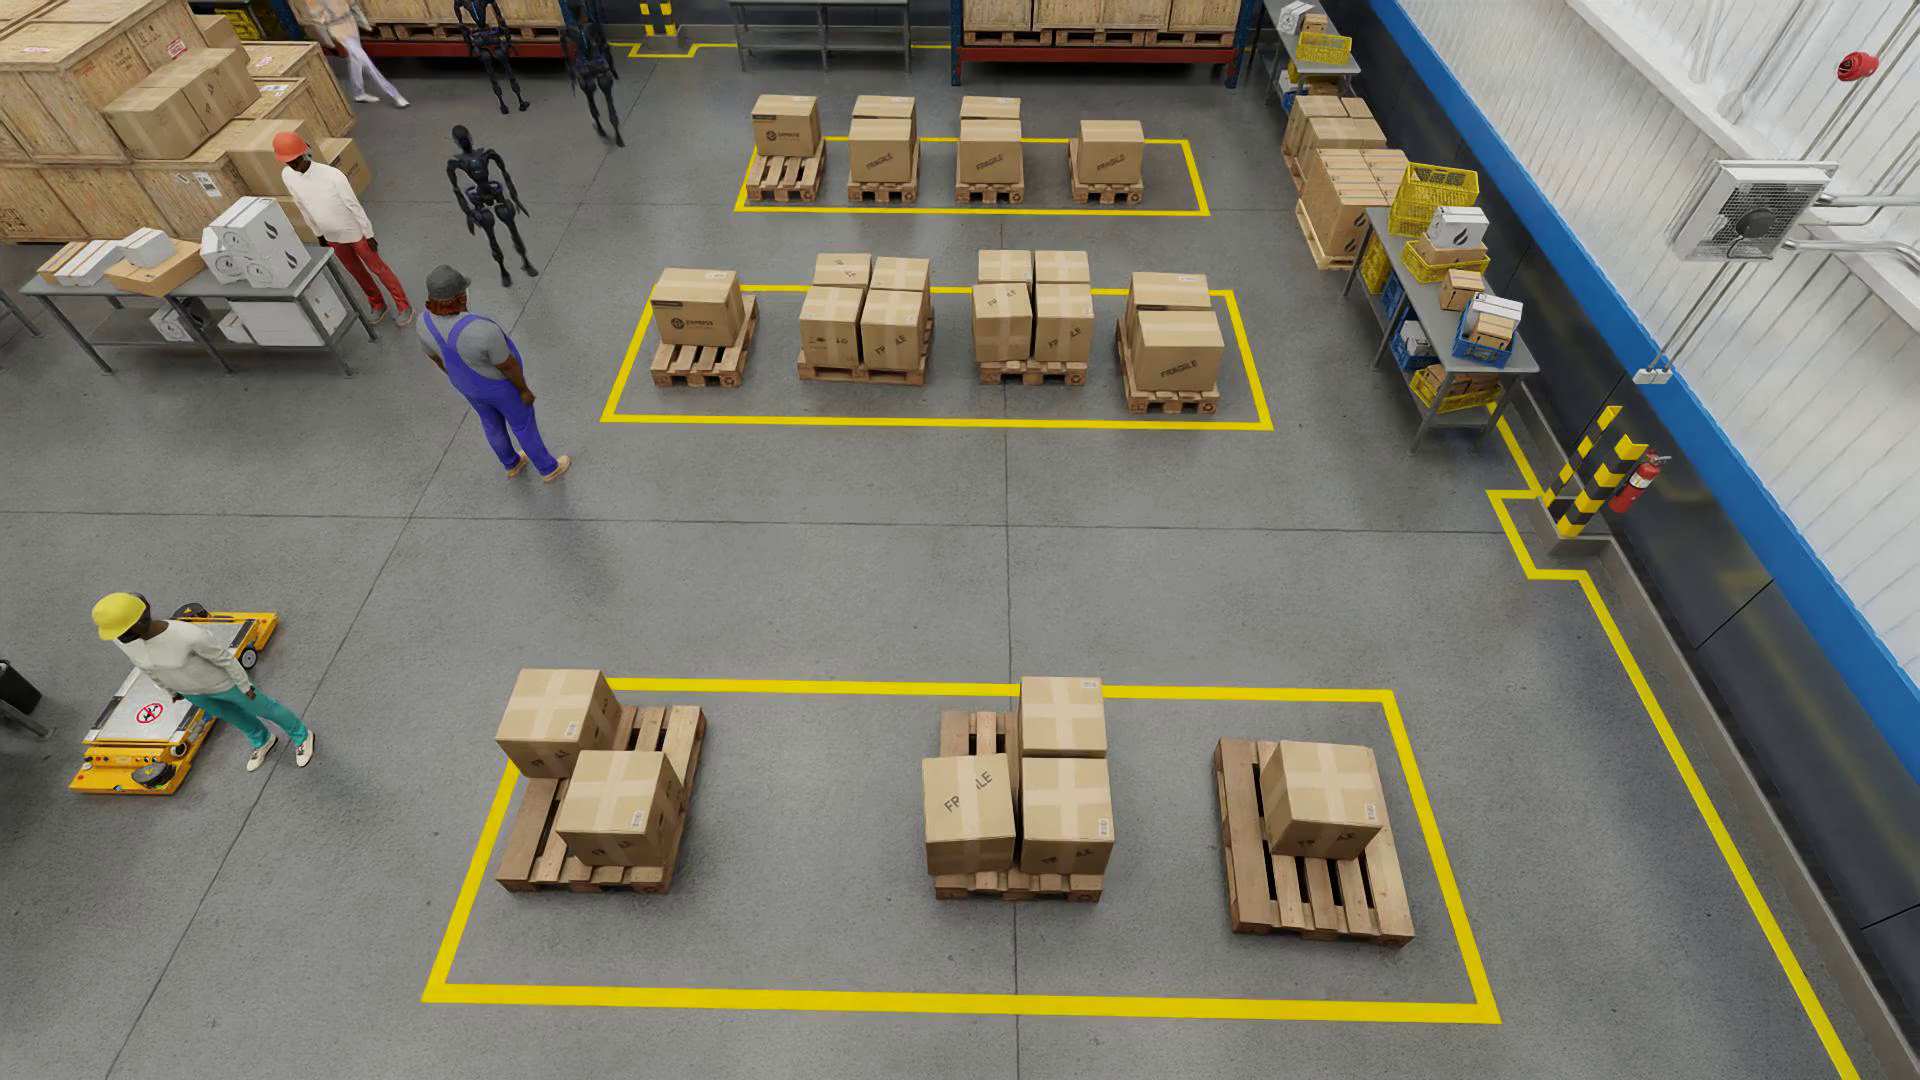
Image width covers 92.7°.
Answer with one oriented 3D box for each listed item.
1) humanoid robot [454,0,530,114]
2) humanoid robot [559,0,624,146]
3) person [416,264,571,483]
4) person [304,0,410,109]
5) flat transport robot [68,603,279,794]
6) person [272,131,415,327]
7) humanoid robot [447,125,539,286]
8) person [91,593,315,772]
[{"bbox_3d":[-6.097,-6.423,11.871,0.612,1.656,0.316,-13,51,-11],"label":"humanoid robot"},{"bbox_3d":[-4.558,-5.797,11.367,0.602,1.625,0.728,-21,53,-17],"label":"humanoid robot"},{"bbox_3d":[-3.719,-1.299,7.307,0.688,2.000,0.537,10,51,9],"label":"person"},{"bbox_3d":[-7.905,-6.559,11.876,0.906,1.864,0.589,7,50,6],"label":"person"},{"bbox_3d":[-5.504,1.072,6.442,0.652,0.197,1.431,1,50,1],"label":"flat transport robot"},{"bbox_3d":[-5.869,-2.912,8.710,0.615,1.986,0.405,3,50,3],"label":"person"},{"bbox_3d":[-4.744,-3.387,9.307,0.609,1.652,0.317,-28,55,-22],"label":"humanoid robot"},{"bbox_3d":[-4.621,0.893,5.630,0.526,1.768,0.312,-3,50,-3],"label":"person"}]
